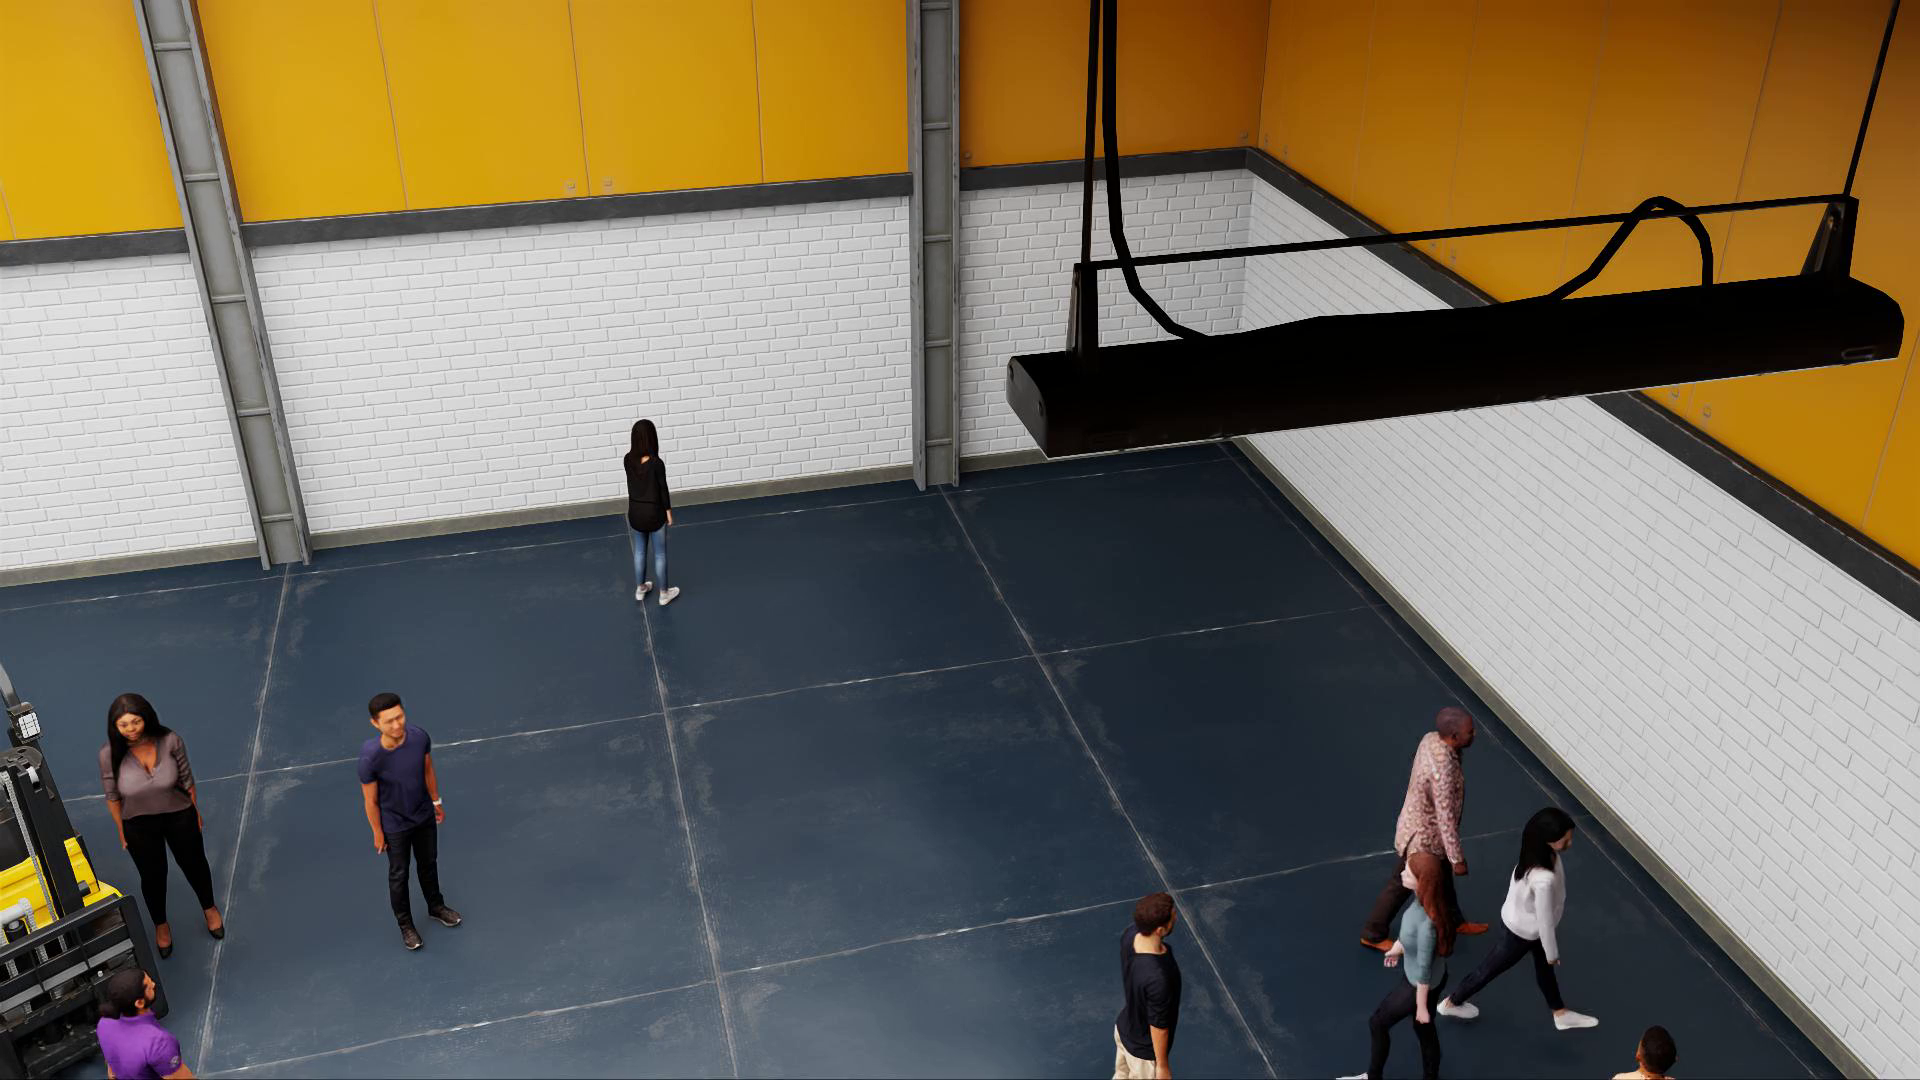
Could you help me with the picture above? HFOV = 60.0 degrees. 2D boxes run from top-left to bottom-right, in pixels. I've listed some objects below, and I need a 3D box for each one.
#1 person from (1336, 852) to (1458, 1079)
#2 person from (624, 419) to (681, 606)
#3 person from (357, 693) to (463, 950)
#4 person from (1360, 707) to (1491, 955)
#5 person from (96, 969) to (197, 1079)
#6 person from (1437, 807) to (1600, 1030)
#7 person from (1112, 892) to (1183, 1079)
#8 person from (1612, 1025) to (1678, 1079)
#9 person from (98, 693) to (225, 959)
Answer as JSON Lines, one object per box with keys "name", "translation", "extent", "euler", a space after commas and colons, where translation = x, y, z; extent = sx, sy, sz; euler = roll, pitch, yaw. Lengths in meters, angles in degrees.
{"name": "person", "translation": [2.570, 2.424, 8.996], "extent": [0.899, 1.719, 0.823], "euler": [13, 31, 23]}
{"name": "person", "translation": [-2.618, -0.237, 13.954], "extent": [0.624, 1.643, 0.702], "euler": [11, 30, 19]}
{"name": "person", "translation": [-3.422, 1.693, 10.259], "extent": [0.779, 1.793, 0.668], "euler": [23, 36, 35]}
{"name": "person", "translation": [2.729, 1.786, 10.105], "extent": [1.158, 1.776, 1.004], "euler": [7, 29, 13]}
{"name": "person", "translation": [-3.996, 2.876, 8.160], "extent": [1.091, 1.726, 1.166], "euler": [16, 33, 27]}
{"name": "person", "translation": [3.125, 2.200, 9.488], "extent": [1.224, 1.641, 0.990], "euler": [6, 29, 10]}
{"name": "person", "translation": [0.940, 2.571, 8.589], "extent": [0.540, 1.851, 0.630], "euler": [-7, 29, -12]}
{"name": "person", "translation": [3.324, 3.041, 8.170], "extent": [0.987, 1.427, 0.885], "euler": [5, 29, 10]}
{"name": "person", "translation": [-4.888, 1.721, 10.157], "extent": [0.634, 1.842, 0.771], "euler": [-16, 33, -27]}
